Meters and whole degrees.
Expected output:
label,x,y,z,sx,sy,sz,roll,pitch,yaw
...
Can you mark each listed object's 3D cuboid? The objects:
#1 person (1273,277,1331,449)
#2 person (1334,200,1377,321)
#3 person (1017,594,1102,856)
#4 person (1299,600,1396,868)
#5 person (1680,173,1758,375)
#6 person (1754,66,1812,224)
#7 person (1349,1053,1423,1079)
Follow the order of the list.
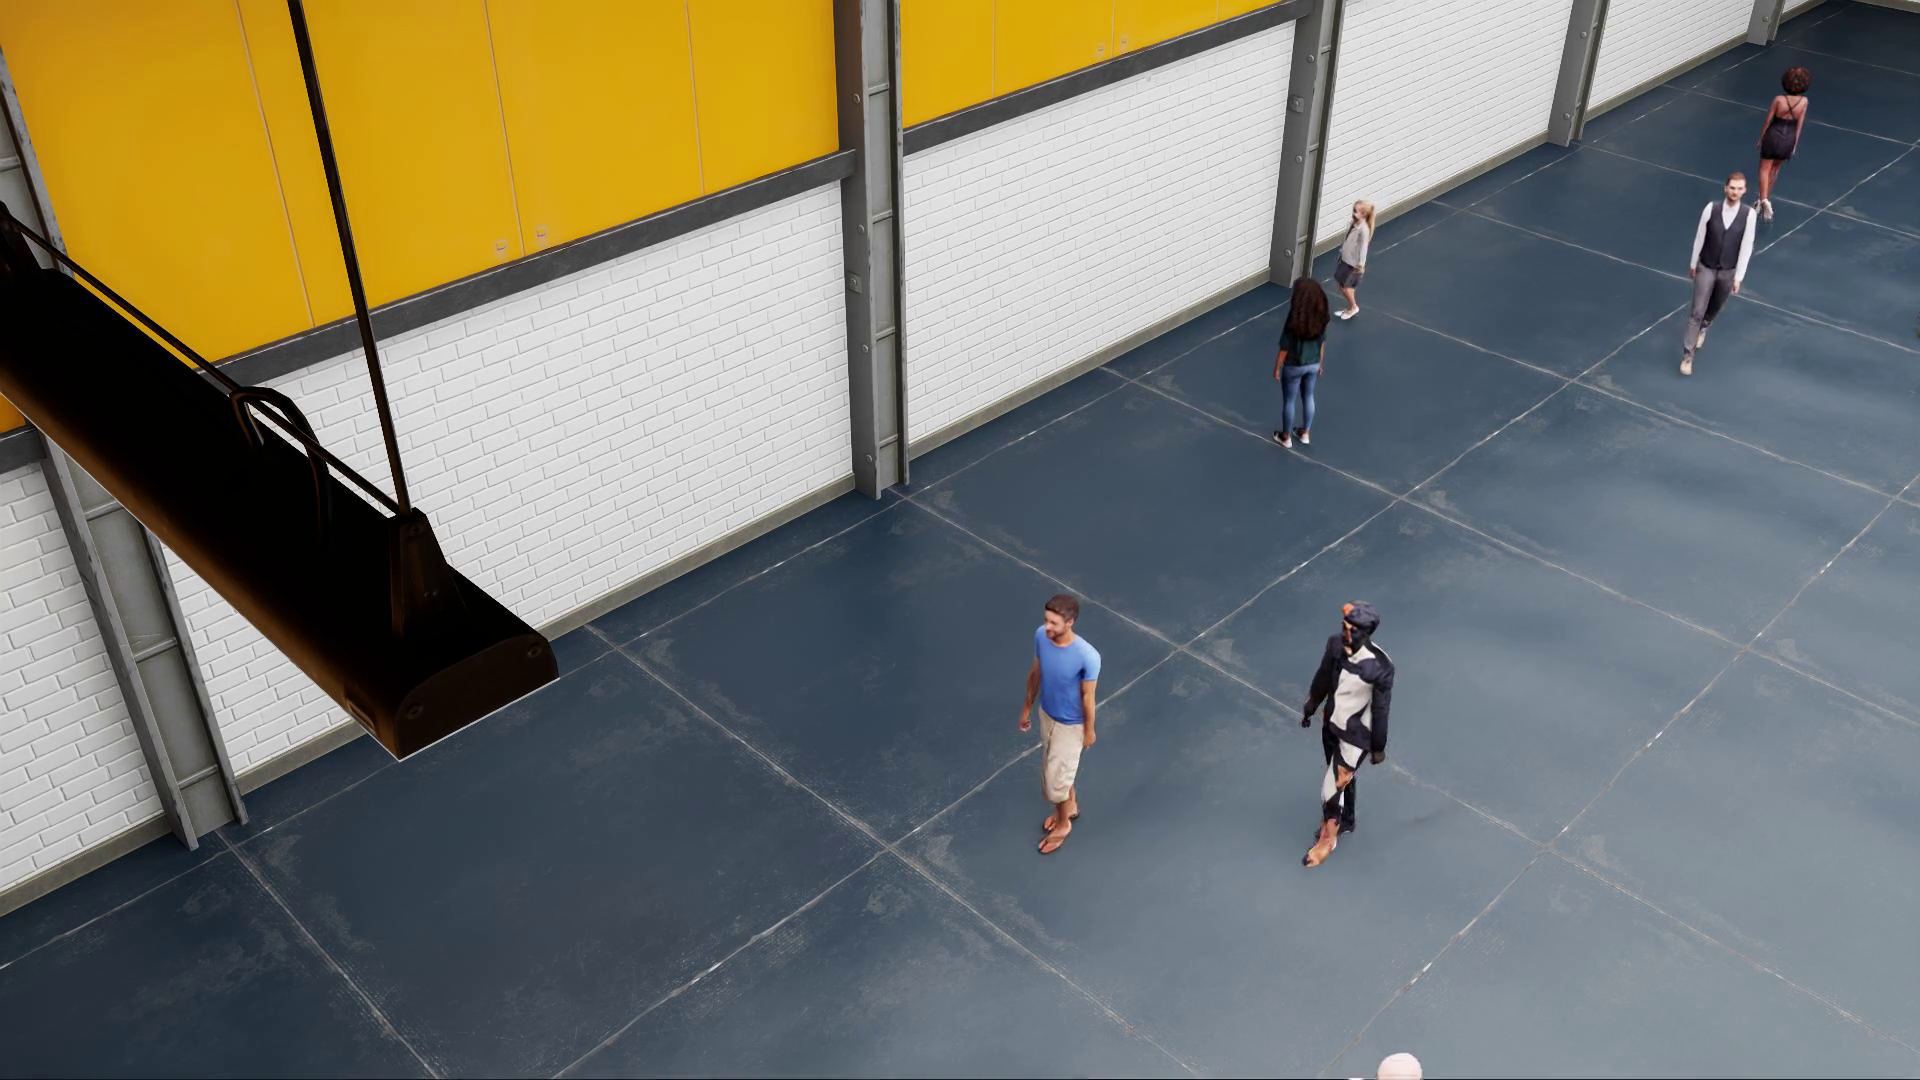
label,x,y,z,sx,sy,sz,roll,pitch,yaw
person,2.996,-1.527,14.558,0.667,1.614,0.760,-12,35,-17
person,4.035,-2.845,16.857,0.691,1.266,0.632,-4,34,-6
person,0.709,1.072,10.438,0.706,1.847,0.647,-26,42,-34
person,2.474,1.148,10.299,0.876,1.874,0.841,-17,37,-24
person,7.262,-2.623,15.937,0.996,1.913,1.298,12,36,18
person,9.244,-4.421,18.779,0.930,1.762,1.119,6,34,9
person,1.801,3.019,7.533,0.695,1.822,0.724,-22,40,-30
